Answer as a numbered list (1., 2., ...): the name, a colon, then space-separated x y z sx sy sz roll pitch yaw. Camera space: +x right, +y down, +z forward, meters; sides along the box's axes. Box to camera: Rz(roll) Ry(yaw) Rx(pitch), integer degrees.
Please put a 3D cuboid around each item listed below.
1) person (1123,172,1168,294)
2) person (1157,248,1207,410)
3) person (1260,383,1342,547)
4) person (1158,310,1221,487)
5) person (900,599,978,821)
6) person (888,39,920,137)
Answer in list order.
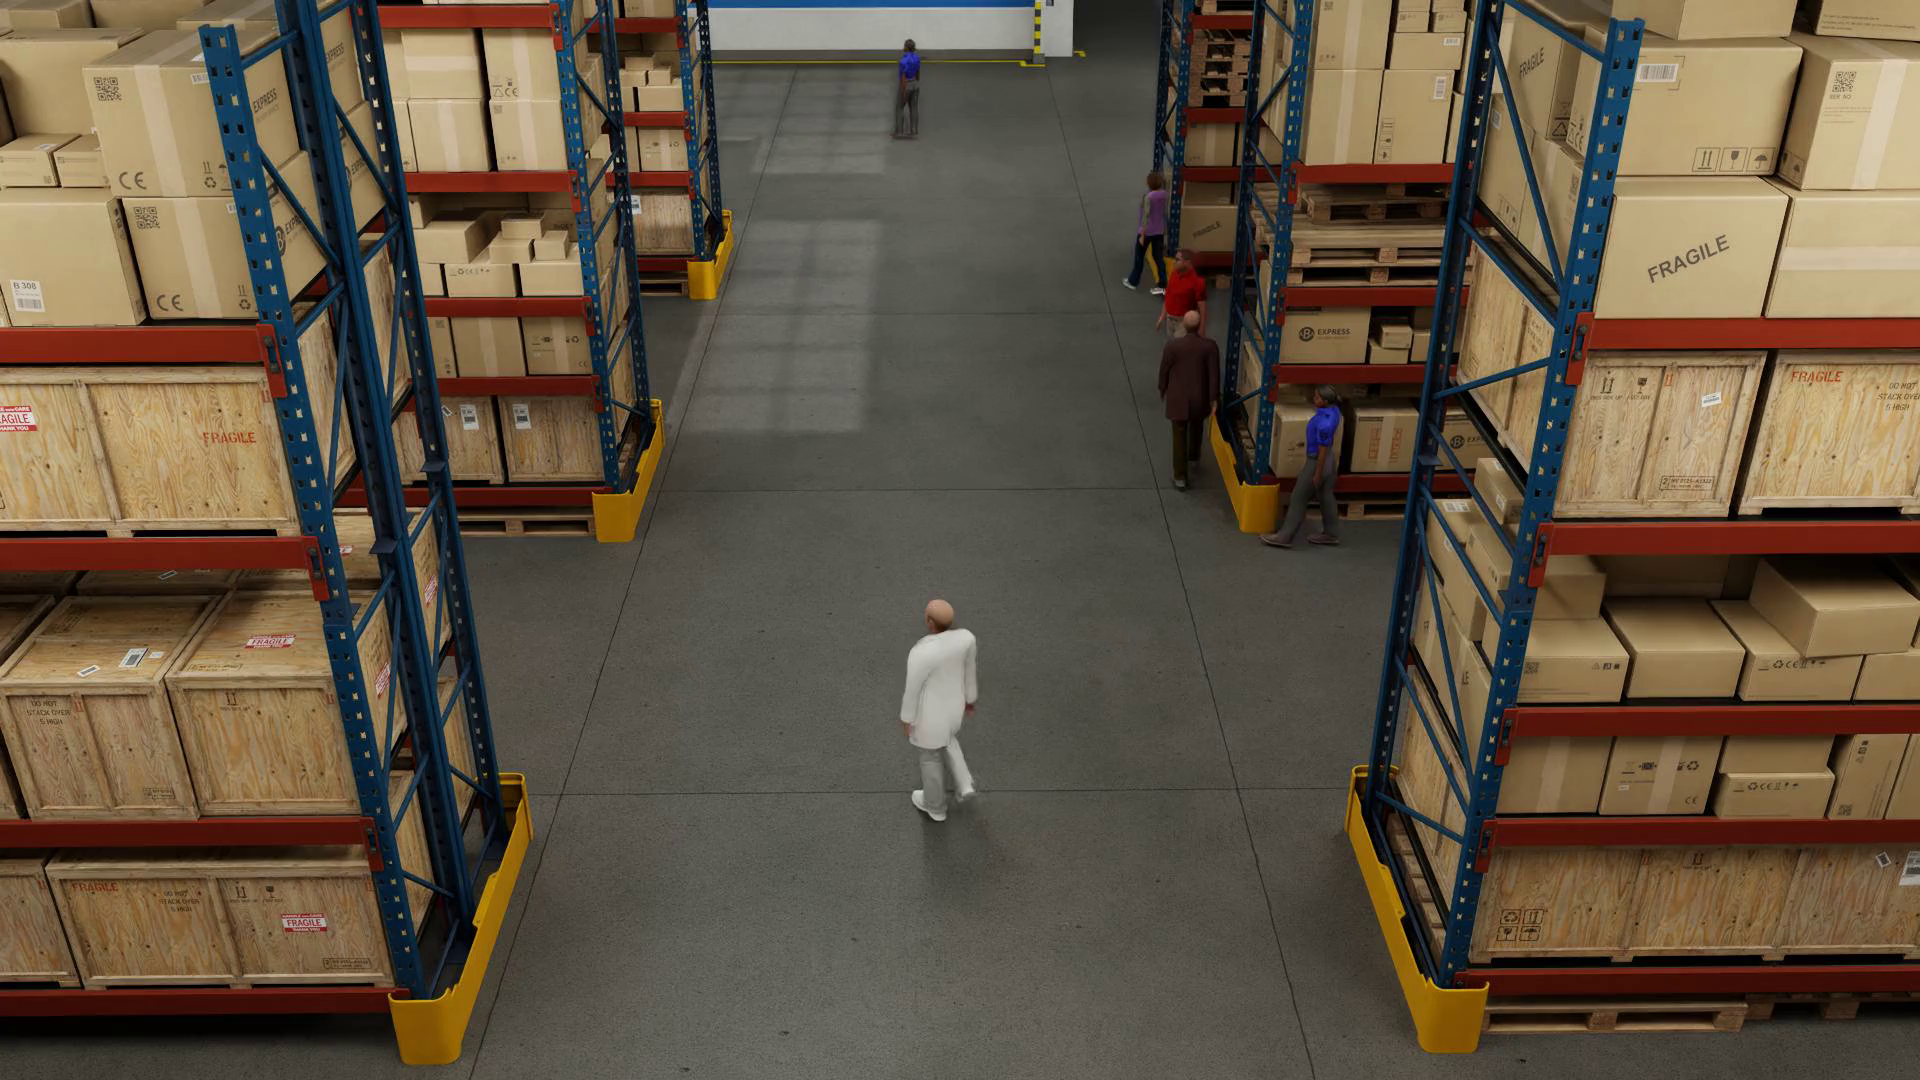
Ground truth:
1. person: 2.435 -3.979 21.493 0.431 1.600 0.683 -19 34 -32
2. person: 2.405 -2.358 18.324 0.545 1.751 0.566 -15 32 -26
3. person: 3.216 -0.707 15.331 0.701 1.652 0.479 11 30 20
4. person: 2.273 -1.479 16.611 0.600 1.761 0.900 1 28 1
5. person: -0.147 1.185 11.654 0.603 1.783 0.553 -19 34 -31
6. person: -0.936 -7.705 28.333 0.522 1.661 0.458 25 37 38
